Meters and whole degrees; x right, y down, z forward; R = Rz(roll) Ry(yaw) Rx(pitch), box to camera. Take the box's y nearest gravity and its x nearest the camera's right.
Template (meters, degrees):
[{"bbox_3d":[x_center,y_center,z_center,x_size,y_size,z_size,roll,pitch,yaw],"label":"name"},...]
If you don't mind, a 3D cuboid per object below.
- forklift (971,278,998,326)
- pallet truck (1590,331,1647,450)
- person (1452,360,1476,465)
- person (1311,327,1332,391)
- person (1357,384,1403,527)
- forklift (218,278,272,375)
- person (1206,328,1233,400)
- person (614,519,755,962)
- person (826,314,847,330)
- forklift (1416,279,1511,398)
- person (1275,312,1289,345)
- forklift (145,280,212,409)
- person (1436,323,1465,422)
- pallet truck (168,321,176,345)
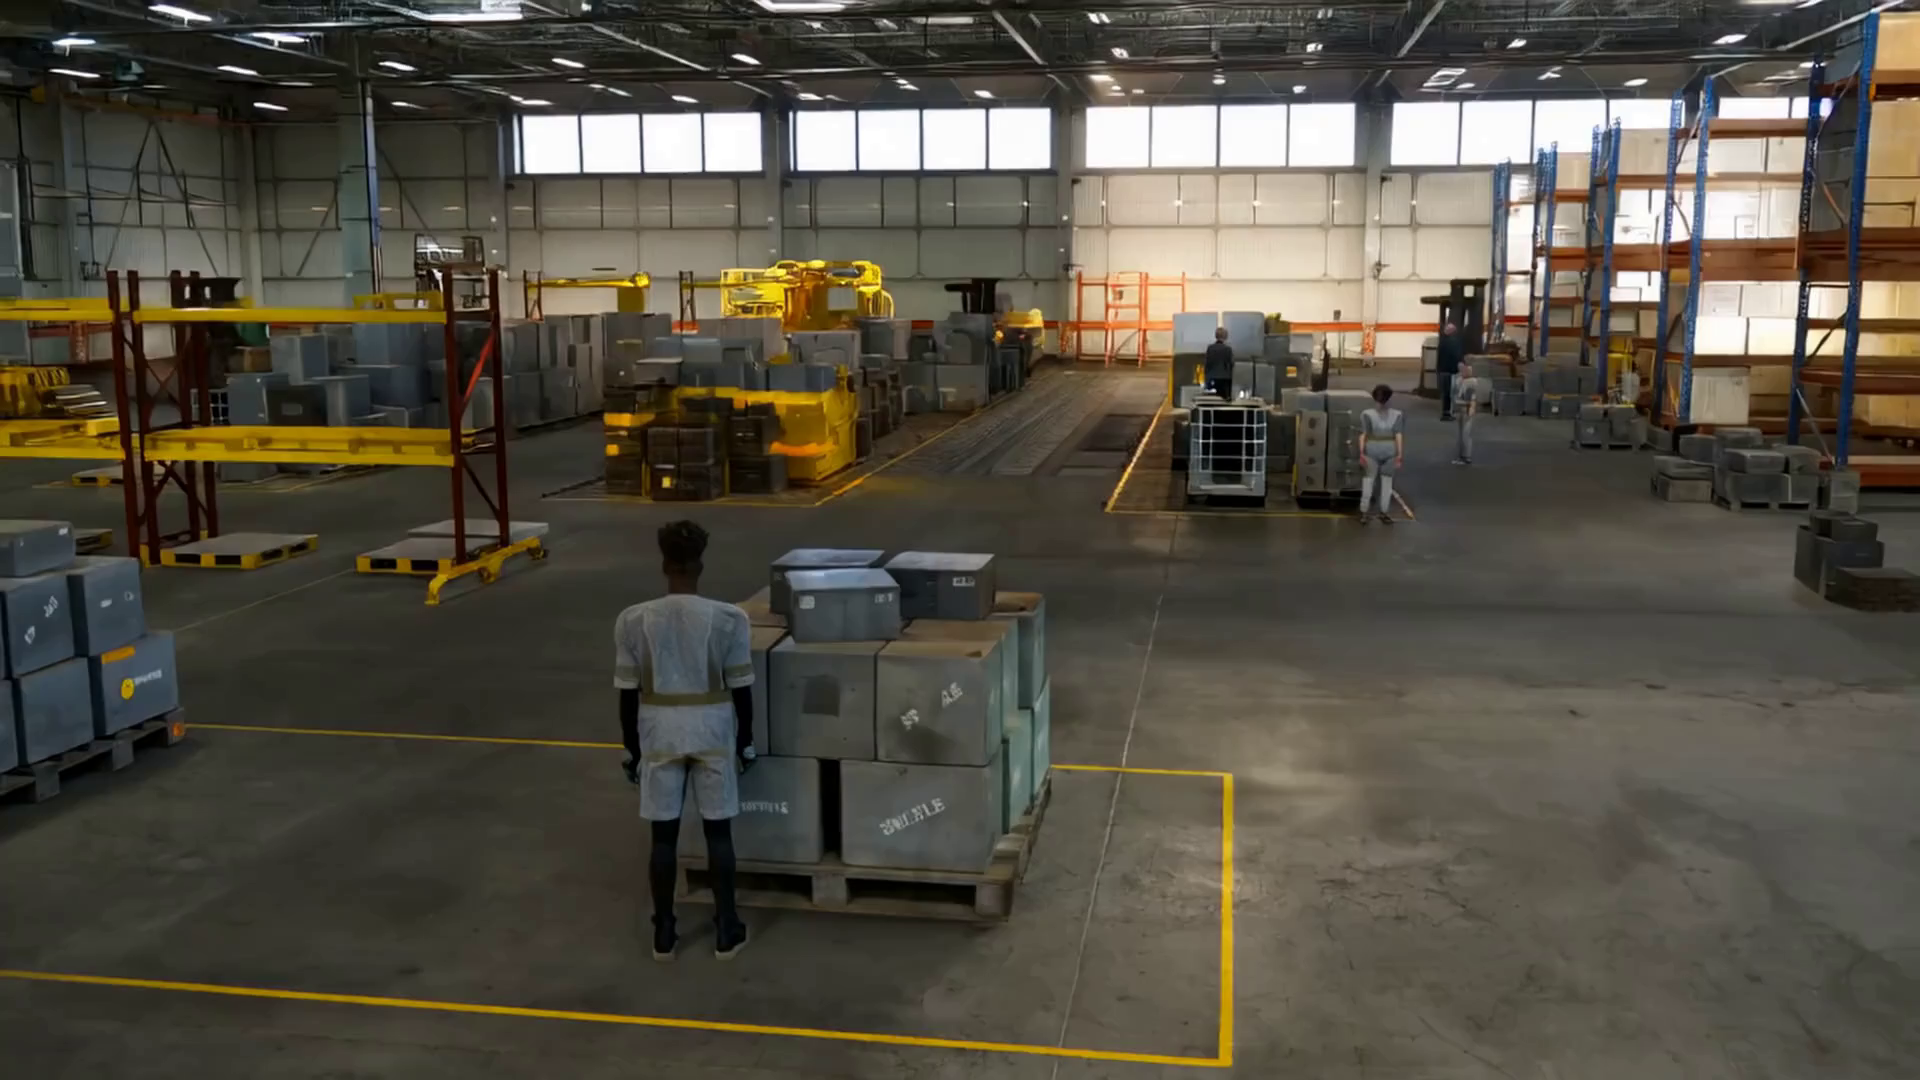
[{"bbox_3d":[0.688,-6.000,46.917,1.873,2.768,1.129,-6,11,-31],"label":"forklift"},{"bbox_3d":[11.253,-2.573,28.499,0.823,1.965,1.885,5,10,27],"label":"pallet truck"},{"bbox_3d":[7.917,-1.994,26.056,0.317,1.631,0.525,0,9,1],"label":"person"},{"bbox_3d":[7.145,-3.259,32.976,0.392,1.919,0.591,-3,10,-15],"label":"person"},{"bbox_3d":[4.973,-0.996,19.695,0.541,1.695,0.316,0,9,-2],"label":"person"},{"bbox_3d":[-18.704,-5.313,42.681,1.873,2.768,1.129,-3,10,-17],"label":"forklift"},{"bbox_3d":[4.978,-3.088,31.887,0.366,1.931,0.630,-7,12,-38],"label":"person"},{"bbox_3d":[-1.193,0.884,7.296,0.603,1.959,0.375,0,9,-1],"label":"person"},{"bbox_3d":[-3.231,-4.925,43.346,0.632,1.907,0.966,3,10,19],"label":"person"},{"bbox_3d":[11.839,-4.691,38.846,1.129,2.768,1.873,-7,11,-35],"label":"forklift"},{"bbox_3d":[8.543,-5.134,44.528,0.552,1.922,0.474,9,13,43],"label":"person"},{"bbox_3d":[-16.778,-4.294,36.399,1.873,2.768,1.129,1,9,9],"label":"forklift"},{"bbox_3d":[9.835,-3.345,33.341,0.624,1.982,0.421,-4,10,-24],"label":"person"},{"bbox_3d":[-21.869,-5.598,47.154,0.823,1.965,1.885,4,10,26],"label":"pallet truck"}]
